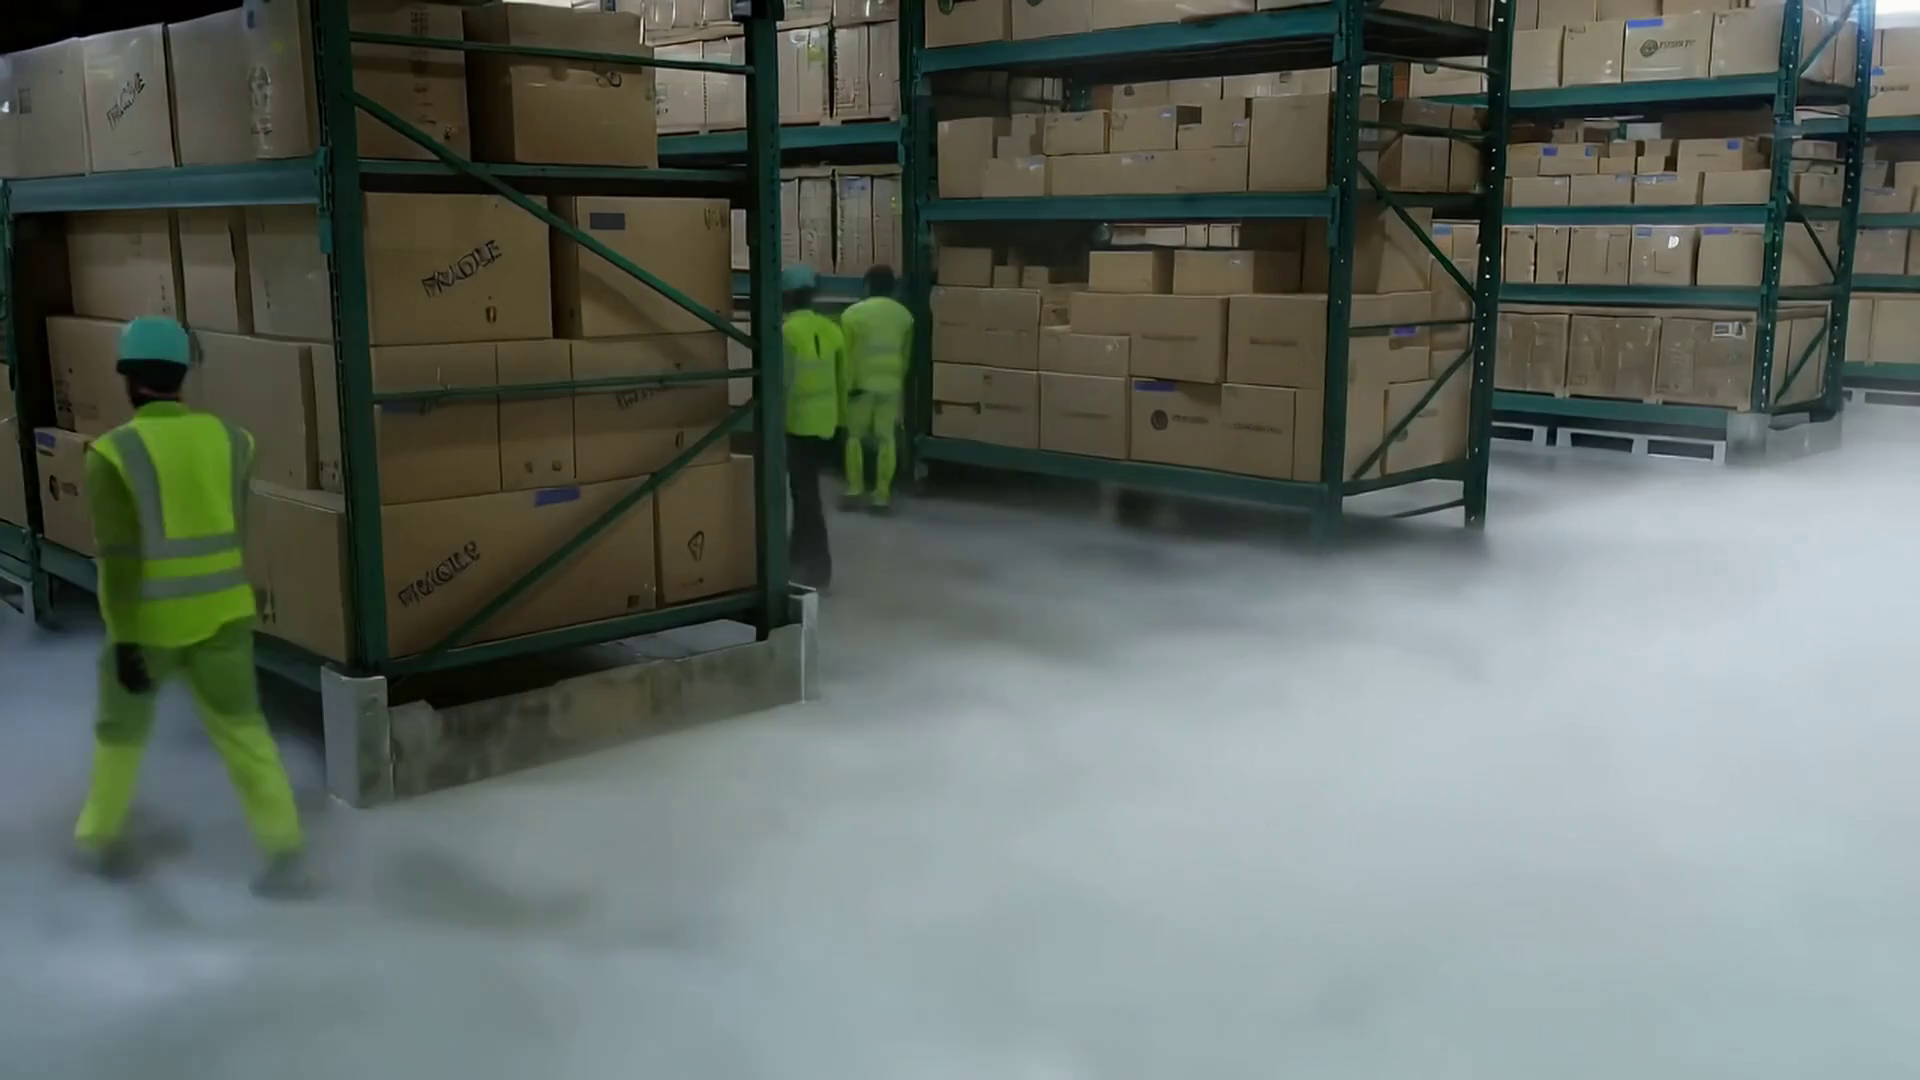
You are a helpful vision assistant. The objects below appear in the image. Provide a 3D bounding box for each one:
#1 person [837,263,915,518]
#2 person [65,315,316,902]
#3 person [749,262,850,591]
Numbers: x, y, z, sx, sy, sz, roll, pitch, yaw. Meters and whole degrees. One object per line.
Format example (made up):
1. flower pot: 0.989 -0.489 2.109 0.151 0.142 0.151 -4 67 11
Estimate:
1. person: -0.665 -1.135 12.676 0.646 1.914 0.621 -7 12 -32
2. person: -2.502 0.232 5.351 0.981 1.888 0.597 6 12 32
3. person: -1.035 -0.693 10.110 0.830 1.961 0.645 9 13 39
